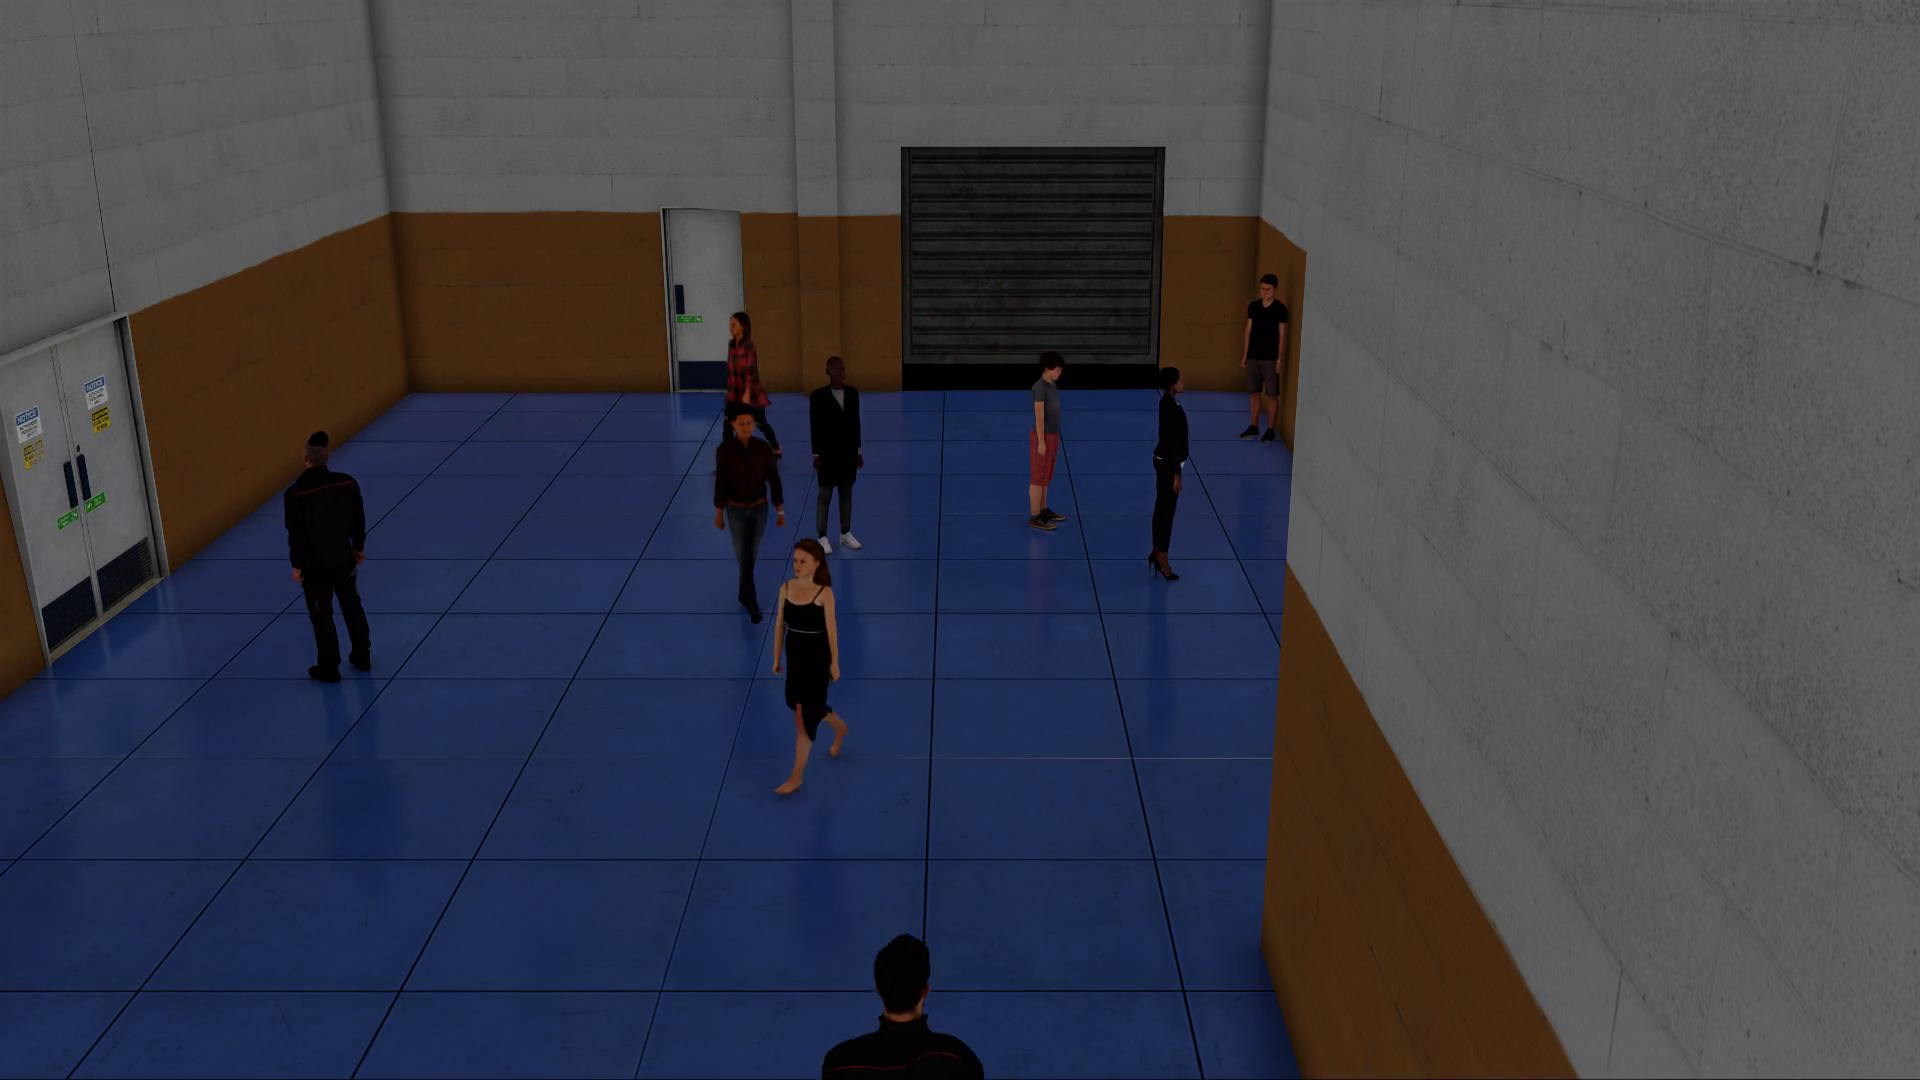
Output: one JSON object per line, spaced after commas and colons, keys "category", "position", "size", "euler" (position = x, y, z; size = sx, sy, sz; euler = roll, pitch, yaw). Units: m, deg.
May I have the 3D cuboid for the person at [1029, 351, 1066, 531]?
{"category": "person", "position": [0.786, -0.950, 15.498], "size": [0.637, 1.651, 0.645], "euler": [7, 20, 20]}

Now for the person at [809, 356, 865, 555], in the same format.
{"category": "person", "position": [-1.106, -0.772, 14.821], "size": [0.676, 1.760, 0.790], "euler": [-11, 21, -29]}

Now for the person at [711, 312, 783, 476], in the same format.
{"category": "person", "position": [-2.133, -1.489, 17.100], "size": [1.099, 1.663, 1.114], "euler": [16, 24, 39]}

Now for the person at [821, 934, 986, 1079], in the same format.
{"category": "person", "position": [-0.189, 2.275, 5.546], "size": [0.959, 1.912, 0.772], "euler": [0, 19, 0]}

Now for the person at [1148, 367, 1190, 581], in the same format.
{"category": "person", "position": [1.767, -0.576, 14.123], "size": [0.529, 1.834, 0.614], "euler": [-1, 19, -4]}

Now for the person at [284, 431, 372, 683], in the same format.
{"category": "person", "position": [-4.578, 0.101, 12.035], "size": [0.880, 1.862, 0.856], "euler": [14, 23, 36]}

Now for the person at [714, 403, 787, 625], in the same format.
{"category": "person", "position": [-1.717, -0.238, 13.268], "size": [1.119, 1.740, 1.000], "euler": [-7, 20, -20]}

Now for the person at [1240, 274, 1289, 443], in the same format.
{"category": "person", "position": [3.385, -2.031, 18.395], "size": [0.741, 1.862, 0.816], "euler": [16, 24, 39]}

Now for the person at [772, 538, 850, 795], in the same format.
{"category": "person", "position": [-0.908, 0.749, 10.566], "size": [1.079, 1.597, 0.996], "euler": [11, 22, 30]}
